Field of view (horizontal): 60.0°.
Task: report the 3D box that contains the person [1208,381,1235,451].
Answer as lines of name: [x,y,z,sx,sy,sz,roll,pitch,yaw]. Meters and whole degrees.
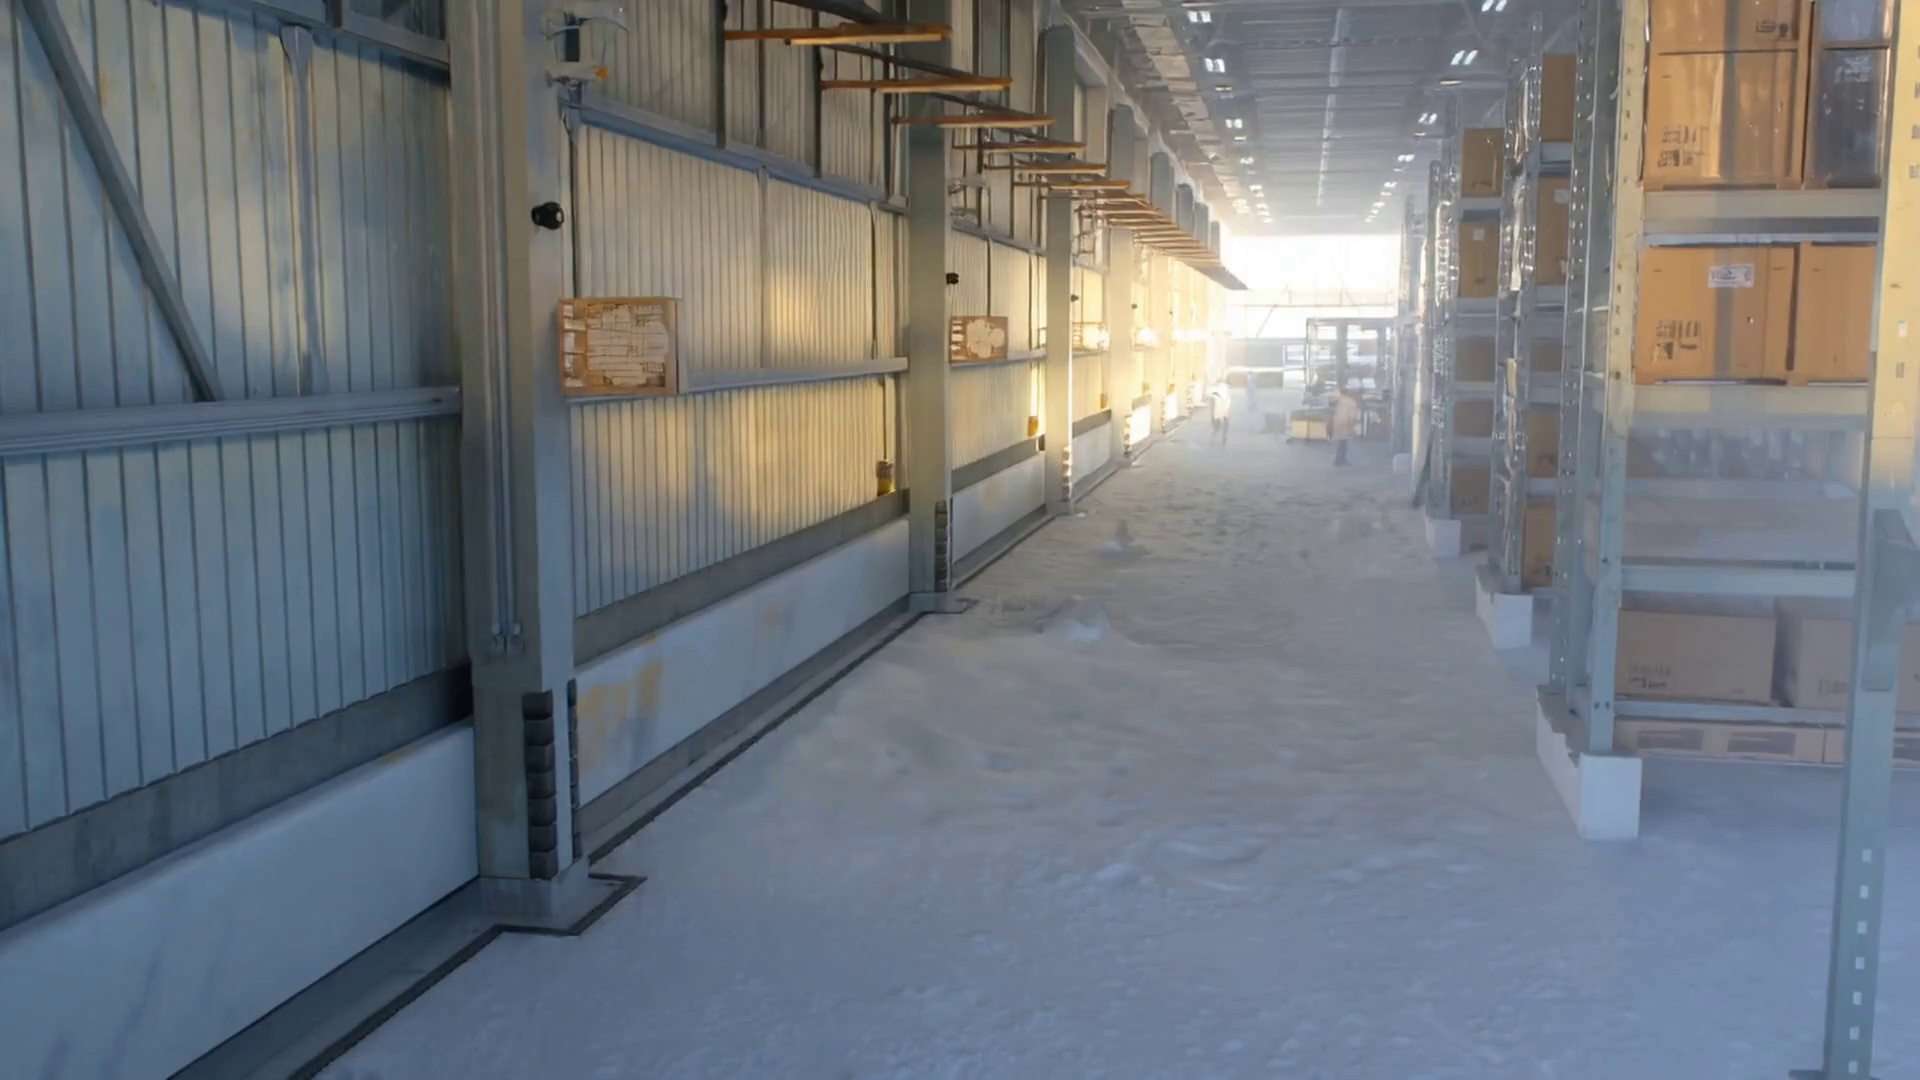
person: [6.822,-3.225,43.396,0.647,1.824,0.448,-2,7,-15]

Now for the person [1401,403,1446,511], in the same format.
person: [8.183,-1.408,28.593,1.017,1.896,0.637,5,9,33]

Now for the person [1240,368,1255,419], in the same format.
person: [10.295,-5.228,59.348,0.394,1.846,0.564,-4,8,-29]

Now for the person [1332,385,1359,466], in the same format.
person: [8.999,-2.654,38.587,0.797,1.884,0.645,-7,10,-43]
